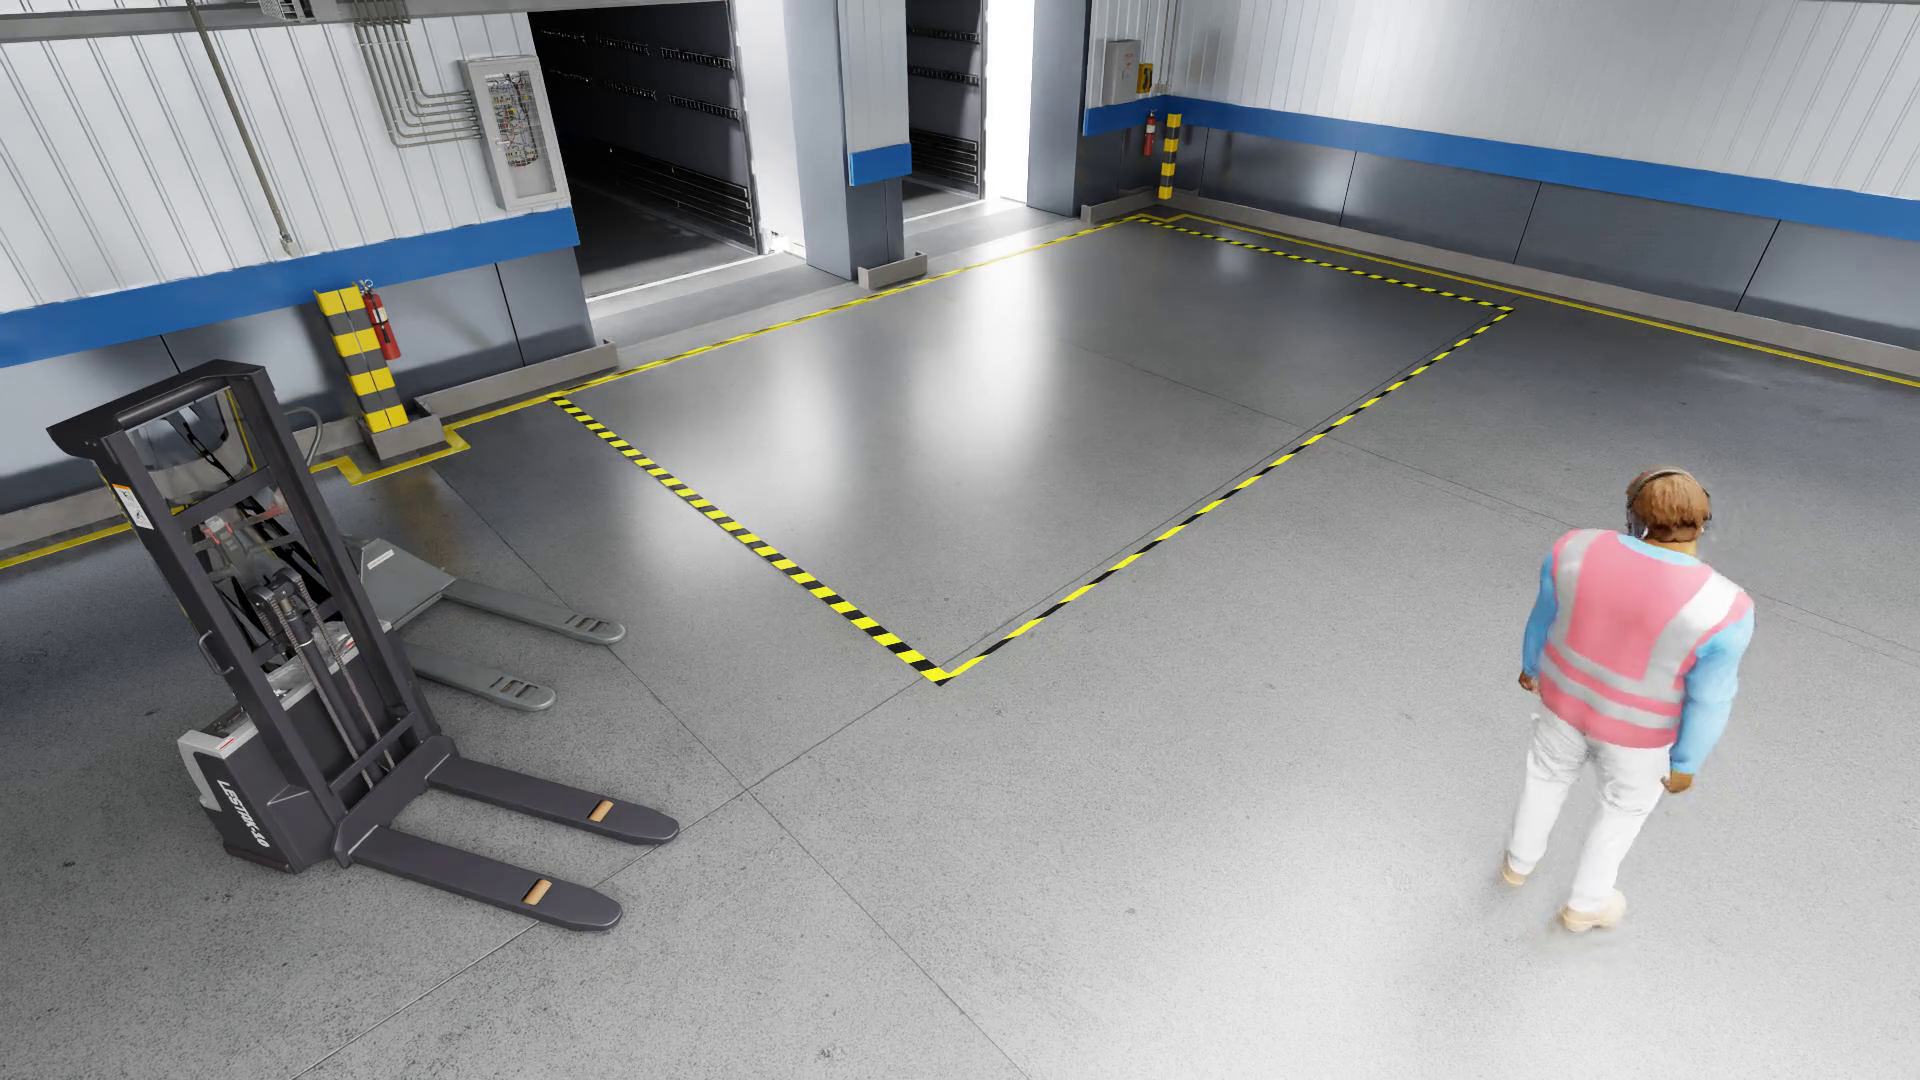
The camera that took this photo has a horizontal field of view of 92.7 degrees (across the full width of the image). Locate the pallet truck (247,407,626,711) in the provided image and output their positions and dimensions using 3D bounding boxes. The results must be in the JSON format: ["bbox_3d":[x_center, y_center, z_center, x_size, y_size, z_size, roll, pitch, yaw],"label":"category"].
[{"bbox_3d":[-2.628,0.038,4.590,1.601,1.201,0.680,12,36,18],"label":"pallet truck"}]

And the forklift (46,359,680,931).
[{"bbox_3d":[-2.135,0.422,3.354,1.885,1.965,0.823,10,35,14],"label":"forklift"}]

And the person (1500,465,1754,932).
[{"bbox_3d":[2.315,0.593,3.276,0.430,1.803,0.716,-19,38,-25],"label":"person"}]
